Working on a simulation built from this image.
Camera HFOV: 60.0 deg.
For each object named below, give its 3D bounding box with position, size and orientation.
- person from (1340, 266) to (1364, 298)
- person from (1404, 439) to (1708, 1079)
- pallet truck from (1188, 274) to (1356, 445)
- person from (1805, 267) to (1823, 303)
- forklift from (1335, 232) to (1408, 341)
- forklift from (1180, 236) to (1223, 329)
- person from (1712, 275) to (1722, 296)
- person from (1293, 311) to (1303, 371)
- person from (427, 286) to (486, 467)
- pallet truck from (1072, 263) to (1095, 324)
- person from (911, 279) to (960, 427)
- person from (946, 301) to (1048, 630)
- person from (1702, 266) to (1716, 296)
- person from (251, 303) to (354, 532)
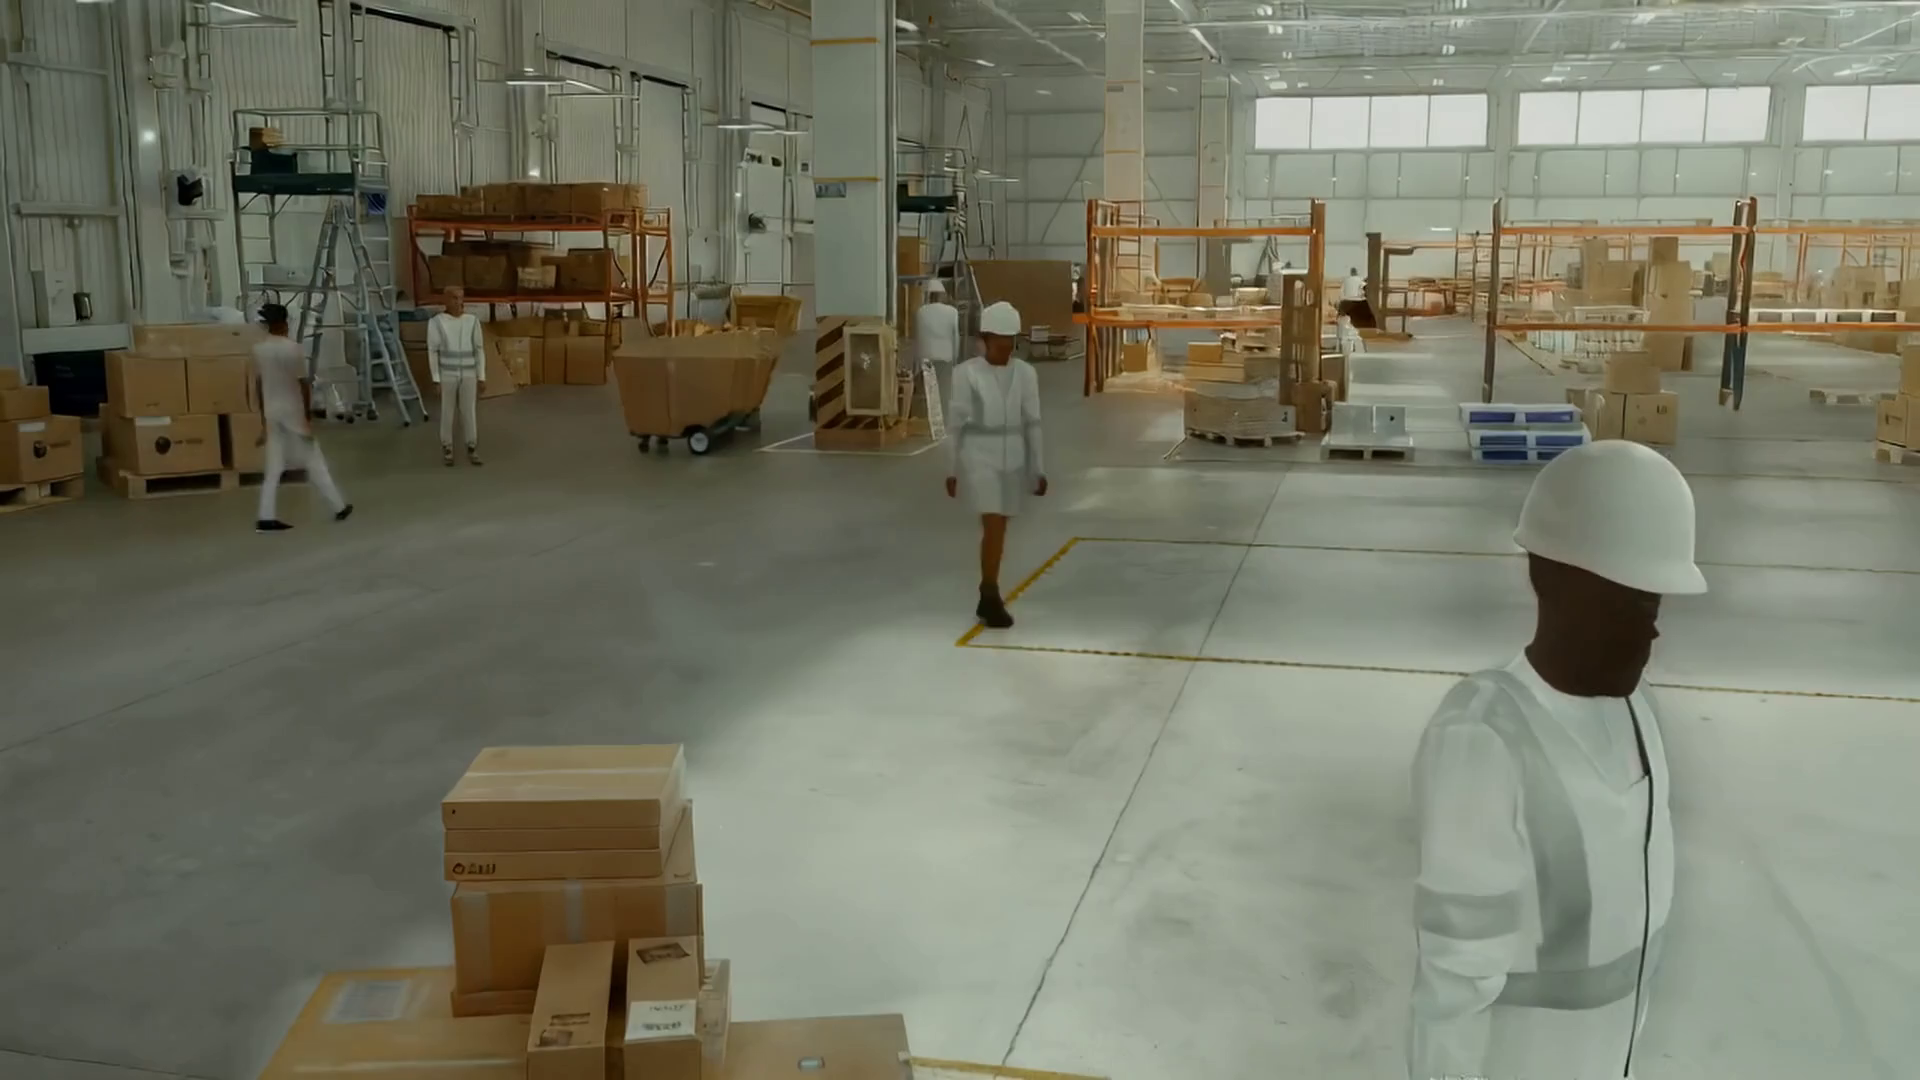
[{"bbox_3d":[10.576,-6.407,44.895,0.635,1.937,0.352,2,10,12],"label":"person"},{"bbox_3d":[0.870,0.805,2.477,0.383,1.924,0.589,9,13,42],"label":"person"},{"bbox_3d":[3.653,-2.138,19.590,1.885,1.965,0.823,-4,10,-20],"label":"pallet truck"},{"bbox_3d":[26.771,-7.640,52.279,0.947,1.907,0.562,-1,10,-5],"label":"person"},{"bbox_3d":[10.773,-6.630,43.439,1.873,2.768,1.129,2,10,14],"label":"forklift"},{"bbox_3d":[7.692,-7.837,50.548,1.873,2.768,1.129,-1,10,-5],"label":"forklift"},{"bbox_3d":[23.337,-7.350,51.312,0.902,1.643,0.531,2,10,11],"label":"person"},{"bbox_3d":[6.619,-4.103,31.938,0.324,1.735,0.490,6,11,30],"label":"person"},{"bbox_3d":[-5.242,-1.703,17.362,0.584,1.882,0.346,-6,11,-33],"label":"person"},{"bbox_3d":[4.325,-8.180,55.162,0.823,1.965,1.885,6,11,31],"label":"pallet truck"},{"bbox_3d":[-0.319,-2.353,21.122,0.588,1.909,0.516,-5,11,-25],"label":"person"},{"bbox_3d":[0.263,-0.427,9.748,0.578,1.911,0.750,-5,11,-26],"label":"person"},{"bbox_3d":[22.860,-7.402,50.809,0.363,1.929,0.628,5,11,29],"label":"person"},{"bbox_3d":[-5.354,-0.991,13.395,0.575,1.817,0.760,2,10,13],"label":"person"}]
